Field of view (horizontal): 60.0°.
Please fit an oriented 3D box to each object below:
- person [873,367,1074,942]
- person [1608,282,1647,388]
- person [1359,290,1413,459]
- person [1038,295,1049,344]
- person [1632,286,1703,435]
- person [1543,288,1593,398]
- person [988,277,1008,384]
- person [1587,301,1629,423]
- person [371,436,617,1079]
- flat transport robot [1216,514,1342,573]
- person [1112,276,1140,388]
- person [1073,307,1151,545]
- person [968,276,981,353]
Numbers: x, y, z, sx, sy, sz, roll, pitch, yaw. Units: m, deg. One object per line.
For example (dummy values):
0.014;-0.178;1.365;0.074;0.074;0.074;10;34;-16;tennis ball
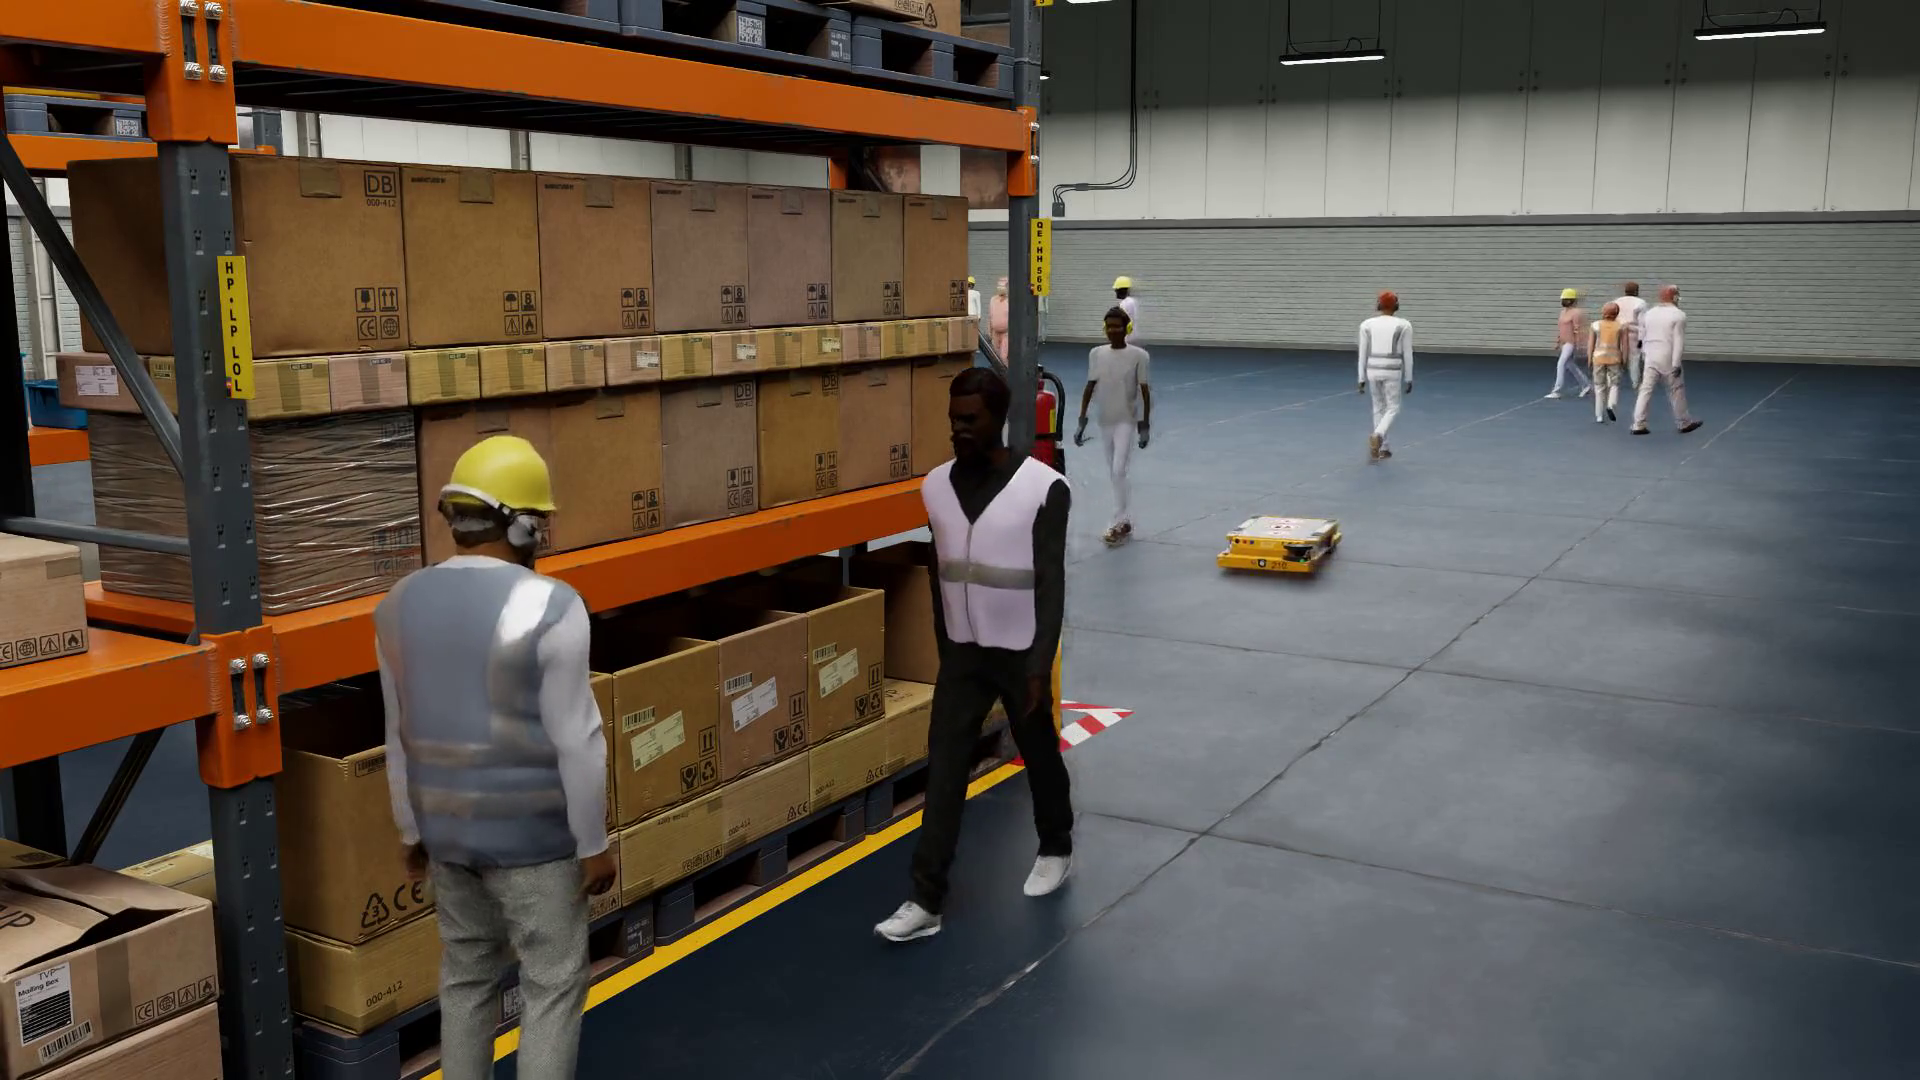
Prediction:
0.109;0.360;5.553;0.611;1.870;0.994;6;12;33;person
11.191;-3.415;27.884;0.633;1.796;0.991;9;13;43;person
4.607;-1.785;18.104;0.588;1.863;0.711;6;12;33;person
2.005;-5.798;42.278;0.497;1.633;0.285;-1;10;-4;person
8.868;-2.240;20.804;1.005;1.853;0.672;-5;11;-27;person
9.612;-3.084;26.116;0.853;1.735;0.534;-1;10;-8;person
0.776;-3.406;27.558;0.645;1.885;0.695;7;12;37;person
8.641;-2.366;22.210;0.516;1.627;0.377;4;10;22;person
-1.084;0.665;3.922;0.616;1.806;0.442;4;11;24;person
2.376;0.008;12.266;0.652;0.197;1.431;4;10;21;flat transport robot
2.587;-3.181;26.134;0.452;1.912;0.595;0;10;-3;person
1.163;-0.883;12.931;0.530;1.829;0.916;6;11;31;person
0.240;-5.157;38.139;0.531;1.768;0.327;3;10;19;person
